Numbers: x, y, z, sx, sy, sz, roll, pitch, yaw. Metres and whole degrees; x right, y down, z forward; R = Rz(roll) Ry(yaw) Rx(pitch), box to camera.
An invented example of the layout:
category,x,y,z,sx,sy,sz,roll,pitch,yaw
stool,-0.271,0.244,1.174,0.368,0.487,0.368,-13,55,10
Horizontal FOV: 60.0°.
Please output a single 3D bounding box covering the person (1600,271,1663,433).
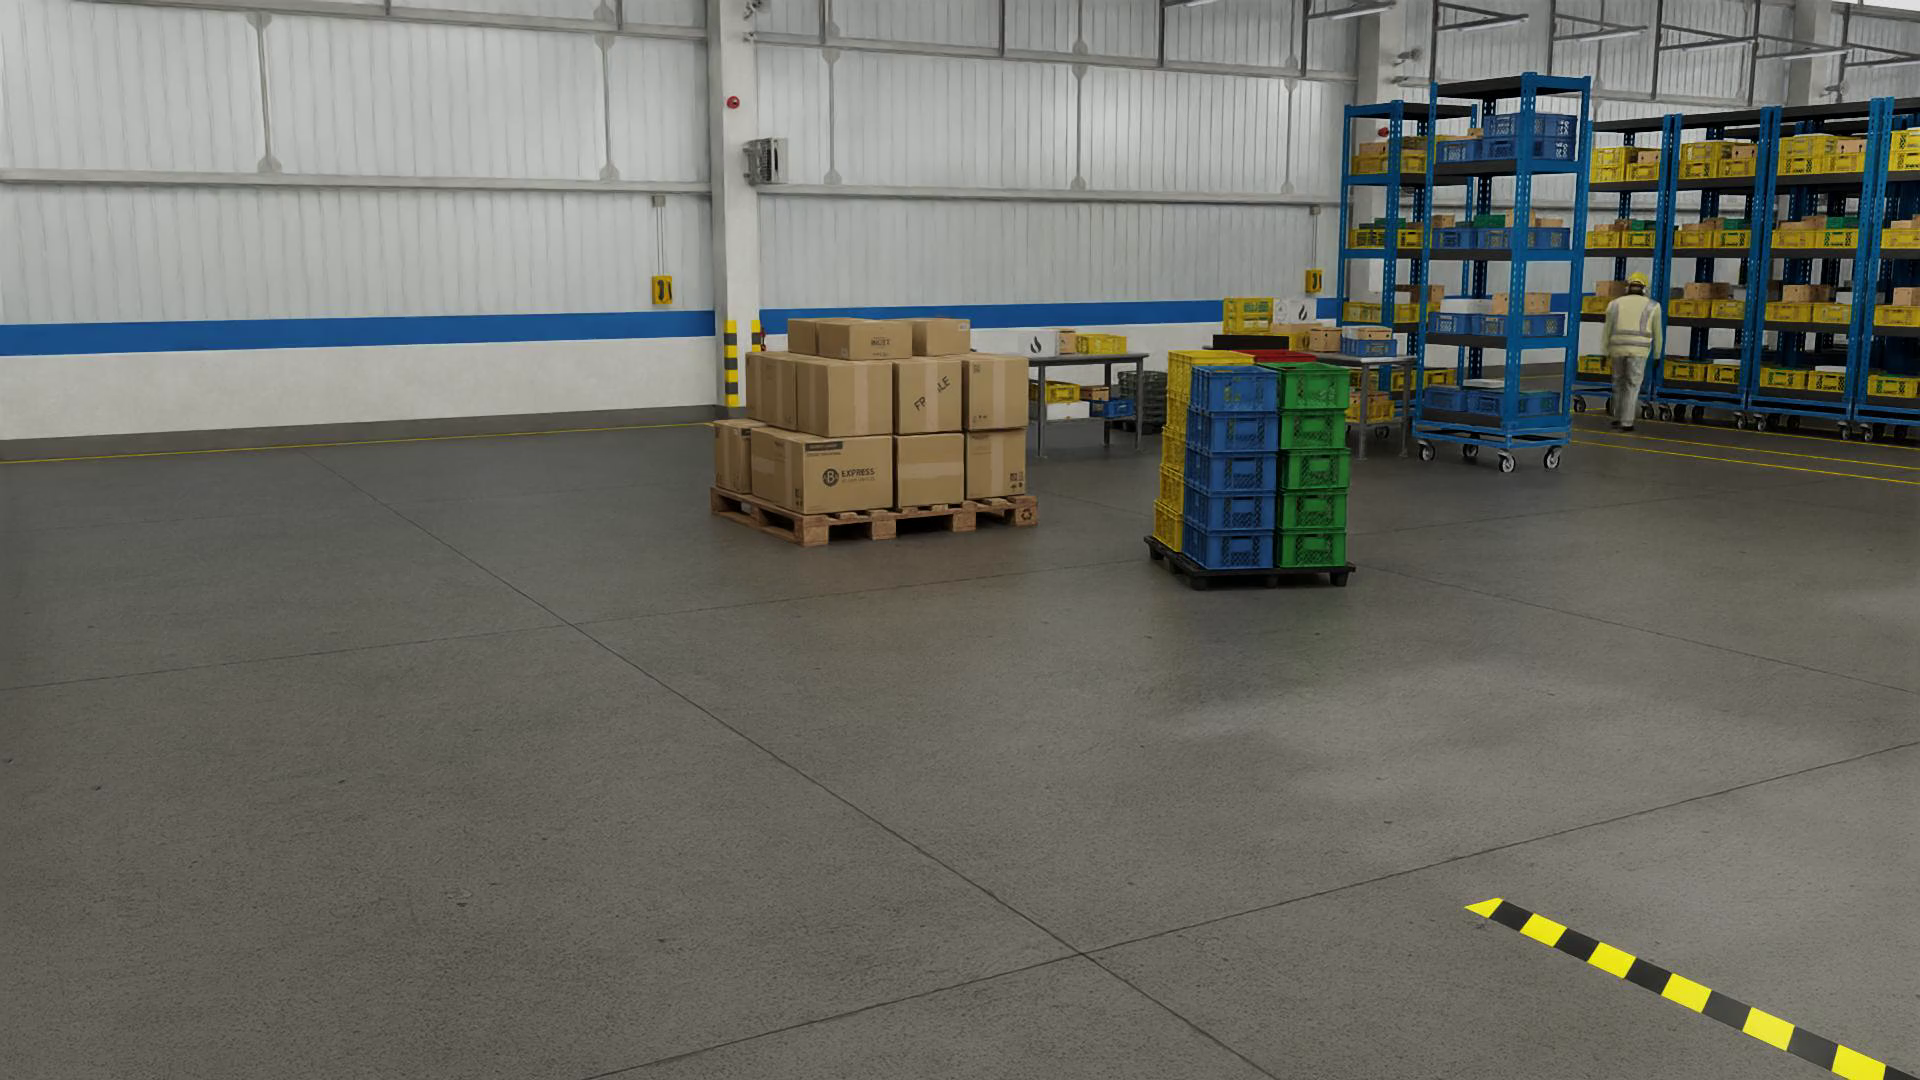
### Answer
category,x,y,z,sx,sy,sz,roll,pitch,yaw
person,7.514,-2.097,18.611,0.631,1.807,0.445,7,12,35
